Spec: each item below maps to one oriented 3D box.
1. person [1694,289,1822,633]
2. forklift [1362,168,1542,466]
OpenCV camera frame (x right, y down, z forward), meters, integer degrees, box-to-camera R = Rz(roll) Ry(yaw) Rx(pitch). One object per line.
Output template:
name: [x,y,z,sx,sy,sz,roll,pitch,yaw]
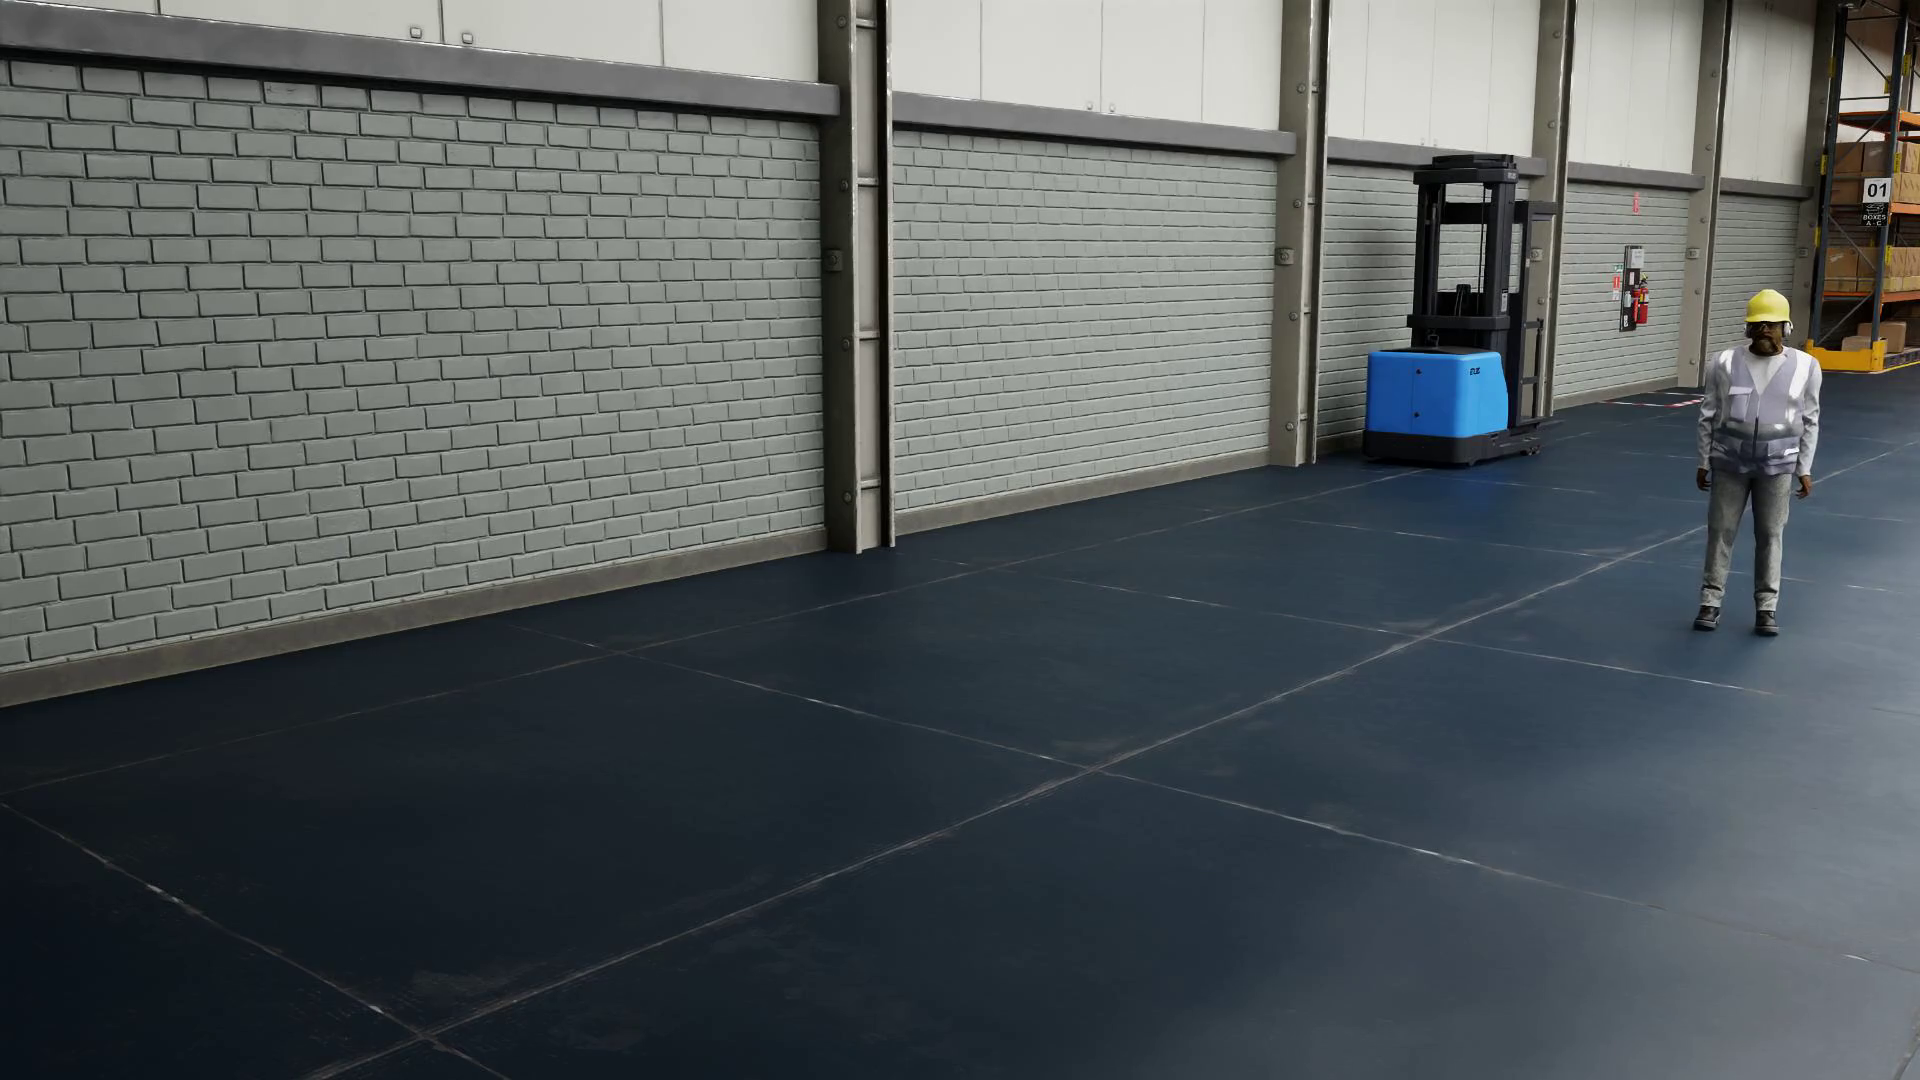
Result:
person: [4.264,-0.418,8.930,0.586,1.835,0.403,5,11,26]
forklift: [4.875,-2.212,16.287,1.129,2.768,1.873,8,13,40]
